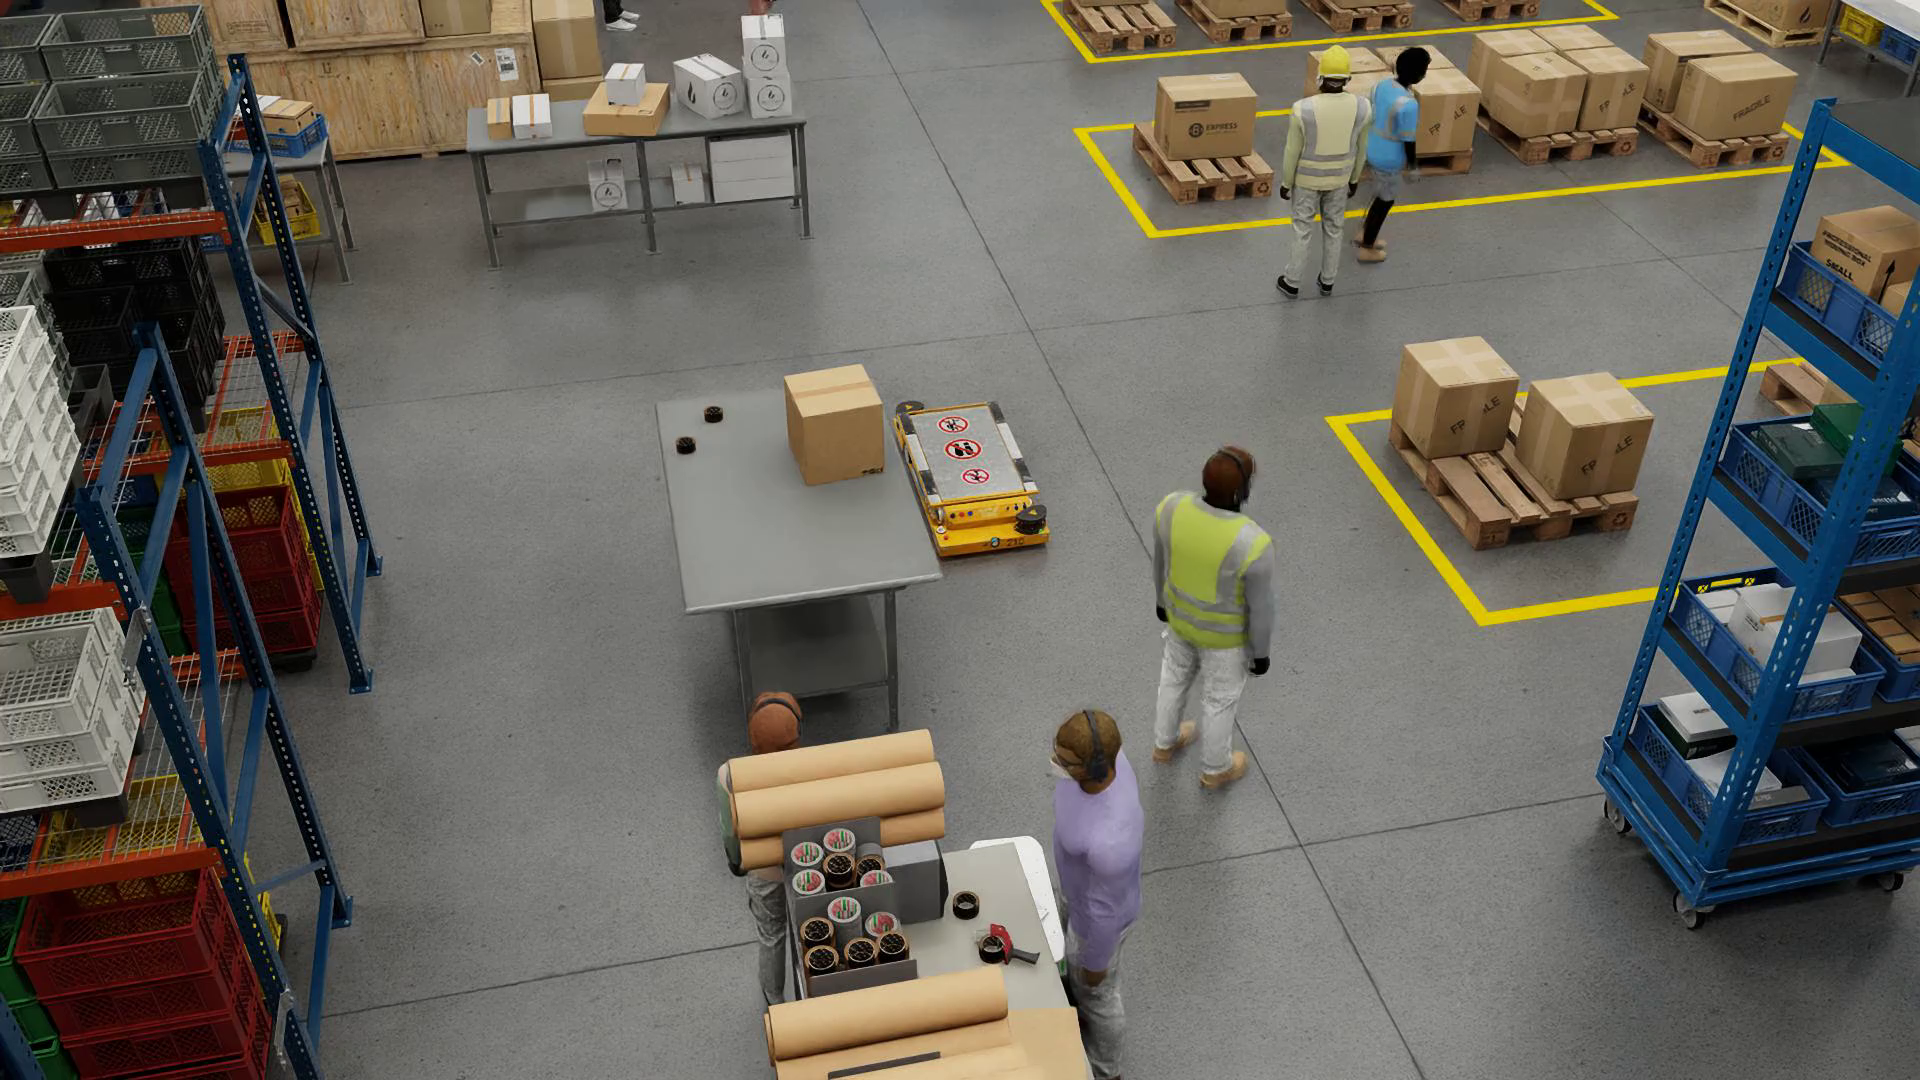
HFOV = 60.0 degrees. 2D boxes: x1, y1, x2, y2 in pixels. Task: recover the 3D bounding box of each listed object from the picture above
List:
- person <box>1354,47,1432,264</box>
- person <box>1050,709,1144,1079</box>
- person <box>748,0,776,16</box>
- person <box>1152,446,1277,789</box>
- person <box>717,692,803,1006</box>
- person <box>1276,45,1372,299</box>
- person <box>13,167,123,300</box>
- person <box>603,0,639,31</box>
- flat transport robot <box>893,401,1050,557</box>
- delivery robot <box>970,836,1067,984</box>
[{"bbox_3d":[3.155,-2.788,12.111,0.419,1.668,0.581,-6,37,-8],"label":"person"},{"bbox_3d":[0.499,1.374,6.308,0.370,1.931,0.633,-2,37,-2],"label":"person"},{"bbox_3d":[-1.927,-5.602,15.725,0.725,1.877,0.580,-17,40,-21],"label":"person"},{"bbox_3d":[1.168,0.376,7.731,0.662,1.835,0.430,29,45,33],"label":"person"},{"bbox_3d":[-0.687,1.275,6.677,0.513,1.640,0.309,-3,37,-4],"label":"person"},{"bbox_3d":[2.532,-2.562,11.675,0.587,1.833,0.404,-4,37,-6],"label":"person"},{"bbox_3d":[-5.654,-1.857,10.687,0.575,1.883,0.362,-26,44,-30],"label":"person"},{"bbox_3d":[-3.428,-5.935,16.149,0.395,1.911,0.581,-1,37,-2],"label":"person"},{"bbox_3d":[0.046,-0.430,10.108,0.652,0.197,1.431,-8,37,-10],"label":"flat transport robot"},{"bbox_3d":[0.234,1.591,7.081,0.477,0.478,0.707,-5,37,-6],"label":"delivery robot"}]
